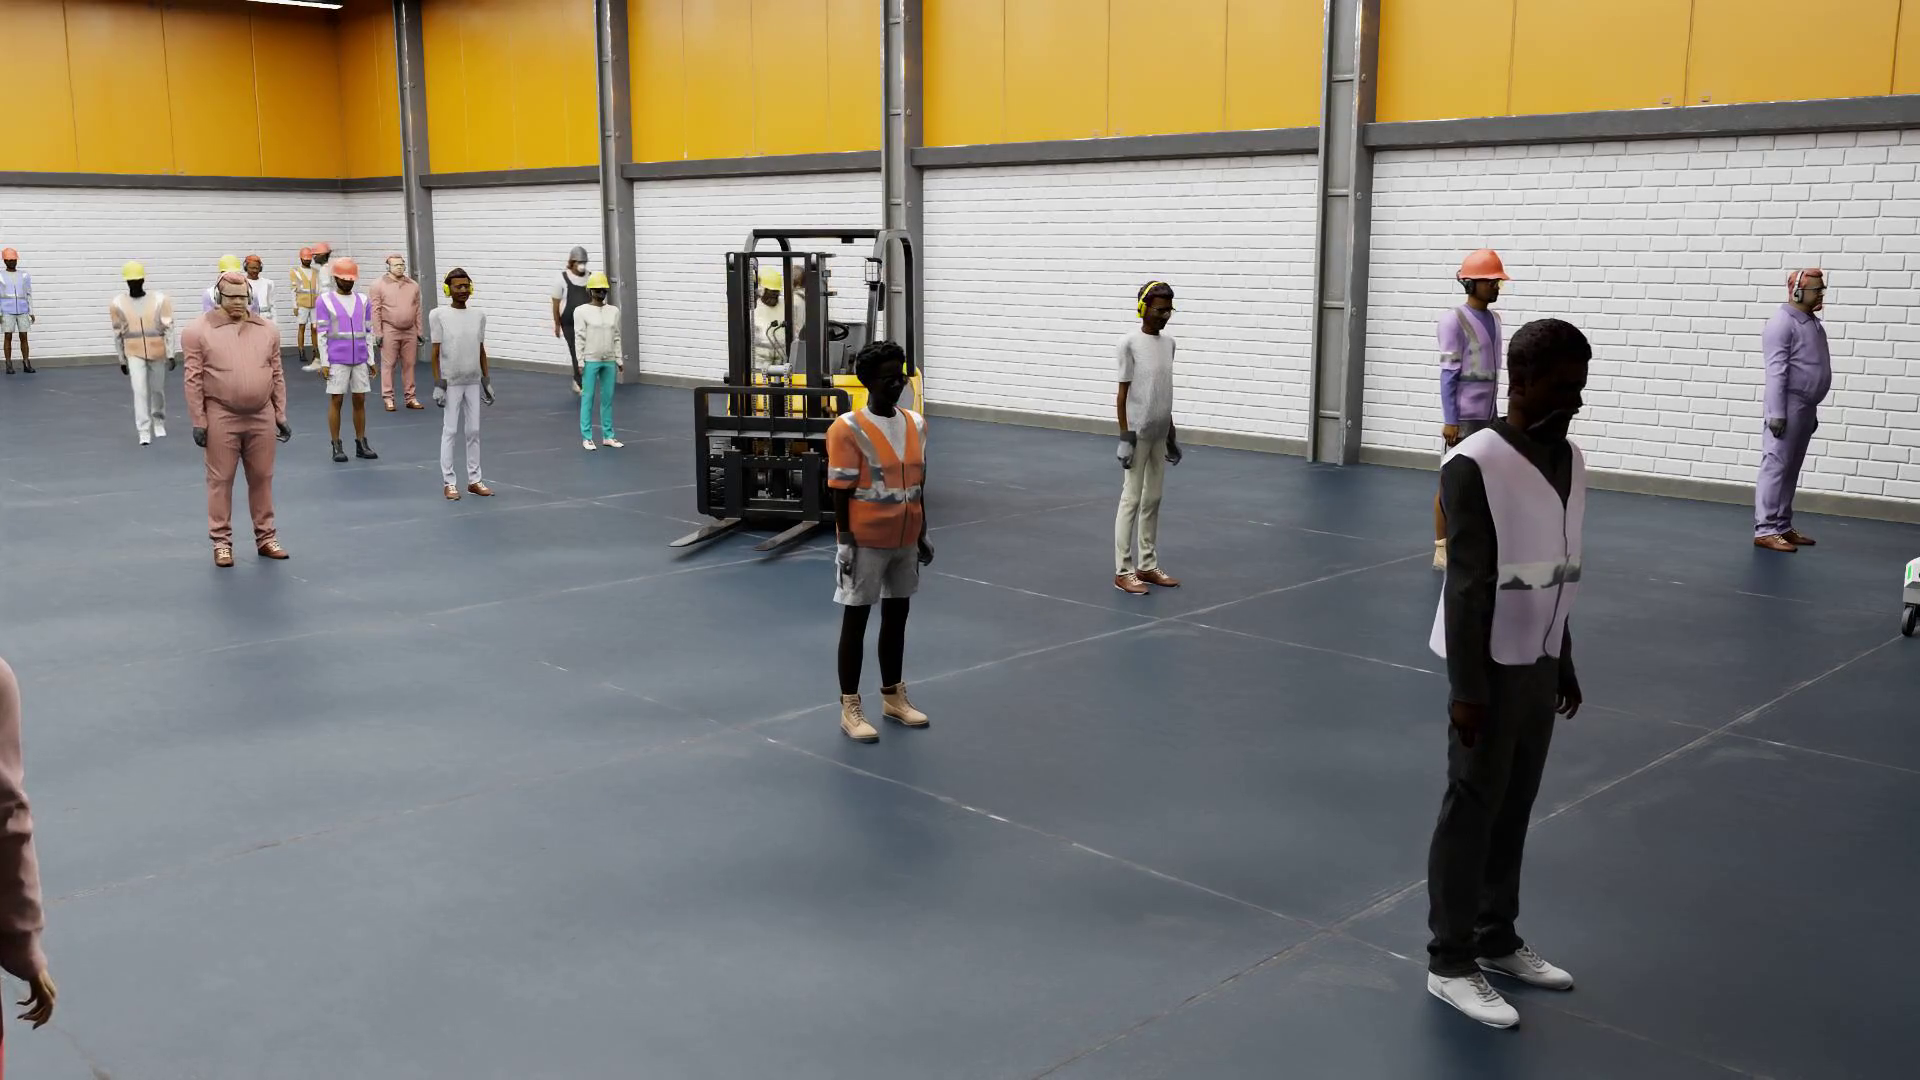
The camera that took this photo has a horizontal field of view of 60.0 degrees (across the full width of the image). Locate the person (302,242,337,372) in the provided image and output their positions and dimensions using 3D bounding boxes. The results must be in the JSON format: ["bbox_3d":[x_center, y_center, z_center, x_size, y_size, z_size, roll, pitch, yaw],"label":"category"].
[{"bbox_3d":[-9.925,-3.591,25.779,0.818,2.016,0.649,-1,10,-7],"label":"person"}]

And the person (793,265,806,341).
[{"bbox_3d":[-1.638,-1.995,17.624,0.734,1.825,0.518,5,12,27],"label":"person"}]

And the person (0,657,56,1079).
[{"bbox_3d":[-1.818,0.754,2.808,0.524,1.760,0.326,-10,14,-43],"label":"person"}]

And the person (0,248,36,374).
[{"bbox_3d":[-14.619,-3.541,25.730,0.543,1.939,0.360,-10,14,-43],"label":"person"}]

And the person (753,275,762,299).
[{"bbox_3d":[-2.604,-2.552,21.168,0.498,1.634,0.280,-10,14,-43],"label":"person"}]

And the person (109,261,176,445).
[{"bbox_3d":[-8.484,-1.958,17.303,0.583,1.876,1.014,-5,12,-26],"label":"person"}]

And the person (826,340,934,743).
[{"bbox_3d":[-0.332,-0.001,7.089,0.533,1.697,0.319,-10,14,-43],"label":"person"}]

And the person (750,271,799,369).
[{"bbox_3d":[-1.966,-1.863,17.040,0.590,1.786,0.887,-5,11,-24],"label":"person"}]

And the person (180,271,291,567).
[{"bbox_3d":[-4.682,-0.789,10.830,0.639,1.902,0.407,-10,14,-43],"label":"person"}]

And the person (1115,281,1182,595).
[{"bbox_3d":[1.140,-0.615,9.986,0.517,1.865,0.328,-10,14,-43],"label":"person"}]

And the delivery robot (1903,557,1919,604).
[{"bbox_3d":[5.366,0.182,8.948,0.707,0.478,0.477,-10,14,-44],"label":"delivery robot"}]

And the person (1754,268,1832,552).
[{"bbox_3d":[5.696,-0.885,11.336,0.639,1.910,0.407,-10,14,-43],"label":"person"}]

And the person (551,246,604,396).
[{"bbox_3d":[-5.115,-2.969,22.333,0.682,2.000,1.025,-7,13,-34],"label":"person"}]

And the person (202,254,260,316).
[{"bbox_3d":[-7.679,-2.047,17.615,0.585,1.928,0.369,-10,14,-43],"label":"person"}]

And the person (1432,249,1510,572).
[{"bbox_3d":[3.254,-0.807,10.536,0.605,2.045,0.377,-10,14,-43],"label":"person"}]

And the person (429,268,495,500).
[{"bbox_3d":[-4.035,-1.267,13.517,0.517,1.873,0.328,-10,14,-43],"label":"person"}]

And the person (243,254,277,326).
[{"bbox_3d":[-9.124,-2.749,21.556,0.573,1.887,0.355,-10,14,-43],"label":"person"}]

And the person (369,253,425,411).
[{"bbox_3d":[-6.846,-2.532,20.313,0.639,1.910,0.407,-10,14,-43],"label":"person"}]

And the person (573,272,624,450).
[{"bbox_3d":[-3.601,-1.786,16.635,0.524,1.769,0.314,-10,14,-43],"label":"person"}]

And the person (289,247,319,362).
[{"bbox_3d":[-11.050,-3.991,28.216,0.543,1.928,0.372,-10,14,-43],"label":"person"}]

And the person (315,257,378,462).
[{"bbox_3d":[-5.797,-1.710,15.779,0.543,1.928,0.372,-10,14,-43],"label":"person"}]

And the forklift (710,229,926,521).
[{"bbox_3d":[-1.050,-1.319,12.920,1.214,2.155,2.313,2,11,13],"label":"forklift"}]

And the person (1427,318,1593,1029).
[{"bbox_3d":[1.514,0.348,4.594,0.587,1.914,0.392,-10,14,-43],"label":"person"}]
